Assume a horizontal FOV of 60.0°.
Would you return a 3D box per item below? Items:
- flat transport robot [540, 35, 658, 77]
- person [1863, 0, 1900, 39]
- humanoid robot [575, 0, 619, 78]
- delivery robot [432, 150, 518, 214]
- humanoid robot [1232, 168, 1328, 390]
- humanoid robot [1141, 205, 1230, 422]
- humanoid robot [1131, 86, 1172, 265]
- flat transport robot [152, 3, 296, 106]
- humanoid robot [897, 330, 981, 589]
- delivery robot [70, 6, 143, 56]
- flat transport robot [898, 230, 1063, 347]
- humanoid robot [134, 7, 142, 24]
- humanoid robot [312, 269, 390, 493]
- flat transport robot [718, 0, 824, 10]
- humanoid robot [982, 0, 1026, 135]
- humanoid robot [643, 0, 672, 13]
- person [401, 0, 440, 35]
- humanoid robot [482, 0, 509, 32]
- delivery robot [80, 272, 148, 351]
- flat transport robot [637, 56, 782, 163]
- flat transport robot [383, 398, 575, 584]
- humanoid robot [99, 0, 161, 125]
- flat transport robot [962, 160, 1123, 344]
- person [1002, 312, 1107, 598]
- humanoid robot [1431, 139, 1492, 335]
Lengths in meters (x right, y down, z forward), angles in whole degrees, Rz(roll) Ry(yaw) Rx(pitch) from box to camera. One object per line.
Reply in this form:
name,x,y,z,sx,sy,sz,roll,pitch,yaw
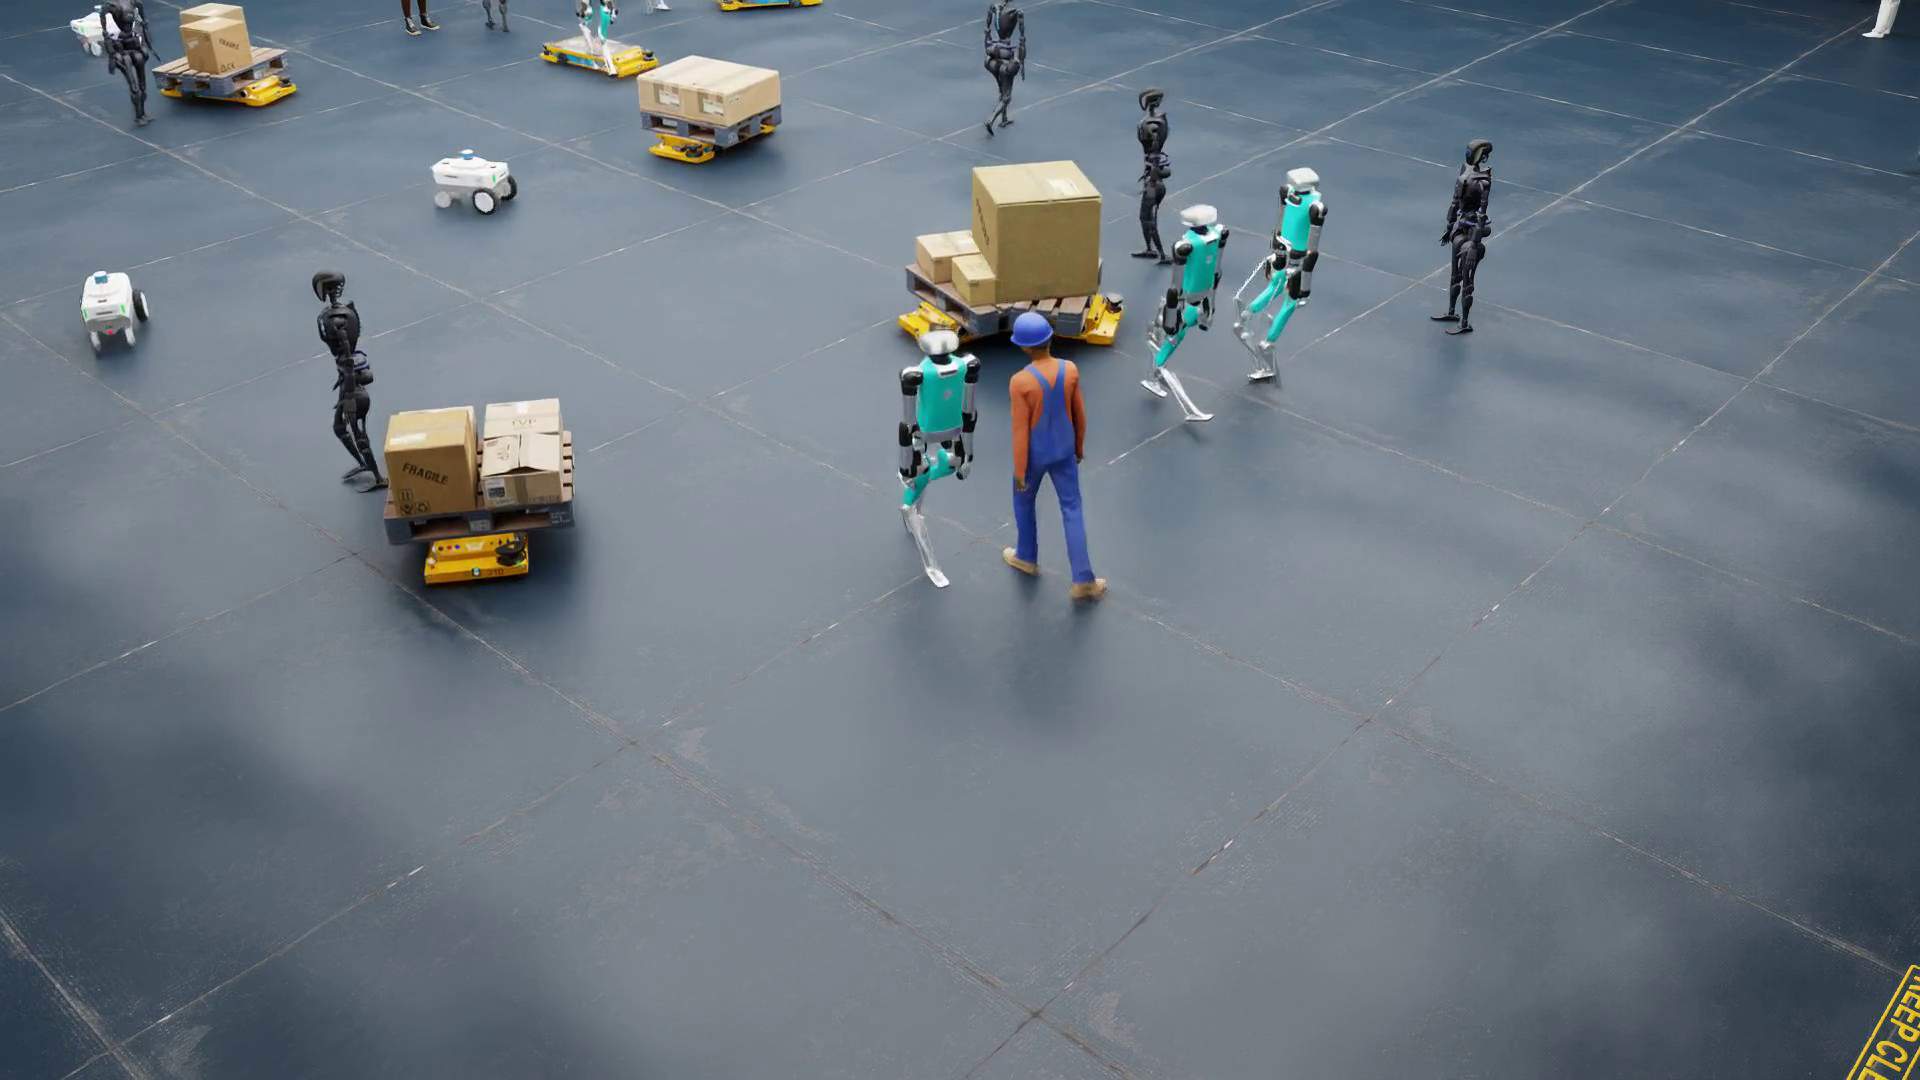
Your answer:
flat transport robot,-4.570,-6.126,21.018,1.431,0.231,0.659,20,37,29
person,12.275,-7.429,21.814,0.513,1.642,0.306,-26,40,-35
humanoid robot,-4.423,-6.475,20.191,0.556,1.736,1.028,-12,34,-18
delivery robot,-4.895,-3.613,16.694,0.788,0.587,0.499,7,33,11
humanoid robot,2.420,-1.973,12.996,0.696,1.843,0.548,-12,34,-19
humanoid robot,1.603,-1.750,12.604,0.547,1.746,1.036,-25,40,-34
humanoid robot,1.793,-3.314,15.189,0.400,1.667,0.615,0,32,0
flat transport robot,-8.760,-5.437,19.910,1.431,0.231,0.659,10,33,15
humanoid robot,-0.268,-0.631,10.819,0.547,1.799,0.937,-15,35,-22
delivery robot,-11.042,-6.606,21.523,0.499,0.597,0.769,26,40,35
flat transport robot,0.243,-1.975,14.334,1.431,0.231,0.659,-18,36,-27
humanoid robot,-11.340,-7.794,22.330,0.532,1.822,0.658,-18,36,-26
humanoid robot,-4.254,-1.084,11.570,0.338,1.650,0.615,-13,34,-20
flat transport robot,-2.701,-7.733,23.606,1.431,0.231,0.659,-8,33,-12
humanoid robot,0.428,-5.349,18.459,0.596,1.632,0.688,23,39,32
humanoid robot,-4.277,-8.103,22.906,0.683,1.895,0.547,16,35,24
person,-7.259,-7.712,21.966,0.367,1.964,0.608,21,37,30
humanoid robot,-6.248,-7.647,22.138,0.612,1.637,0.544,-14,34,-21
delivery robot,-7.207,-1.983,14.093,0.499,0.614,0.790,-11,34,-18
flat transport robot,-2.714,-4.485,18.376,0.659,0.231,1.431,18,36,26
flat transport robot,-3.253,-0.182,11.447,0.659,0.231,1.431,-6,32,-10
humanoid robot,-9.343,-5.503,18.694,0.397,1.651,0.592,20,37,29
flat transport robot,0.647,-1.947,14.290,1.431,0.231,0.659,7,33,11
person,0.597,-0.519,10.485,0.576,1.867,0.742,-11,34,-17
humanoid robot,4.233,-2.543,13.899,0.315,1.659,0.599,-4,32,-7
